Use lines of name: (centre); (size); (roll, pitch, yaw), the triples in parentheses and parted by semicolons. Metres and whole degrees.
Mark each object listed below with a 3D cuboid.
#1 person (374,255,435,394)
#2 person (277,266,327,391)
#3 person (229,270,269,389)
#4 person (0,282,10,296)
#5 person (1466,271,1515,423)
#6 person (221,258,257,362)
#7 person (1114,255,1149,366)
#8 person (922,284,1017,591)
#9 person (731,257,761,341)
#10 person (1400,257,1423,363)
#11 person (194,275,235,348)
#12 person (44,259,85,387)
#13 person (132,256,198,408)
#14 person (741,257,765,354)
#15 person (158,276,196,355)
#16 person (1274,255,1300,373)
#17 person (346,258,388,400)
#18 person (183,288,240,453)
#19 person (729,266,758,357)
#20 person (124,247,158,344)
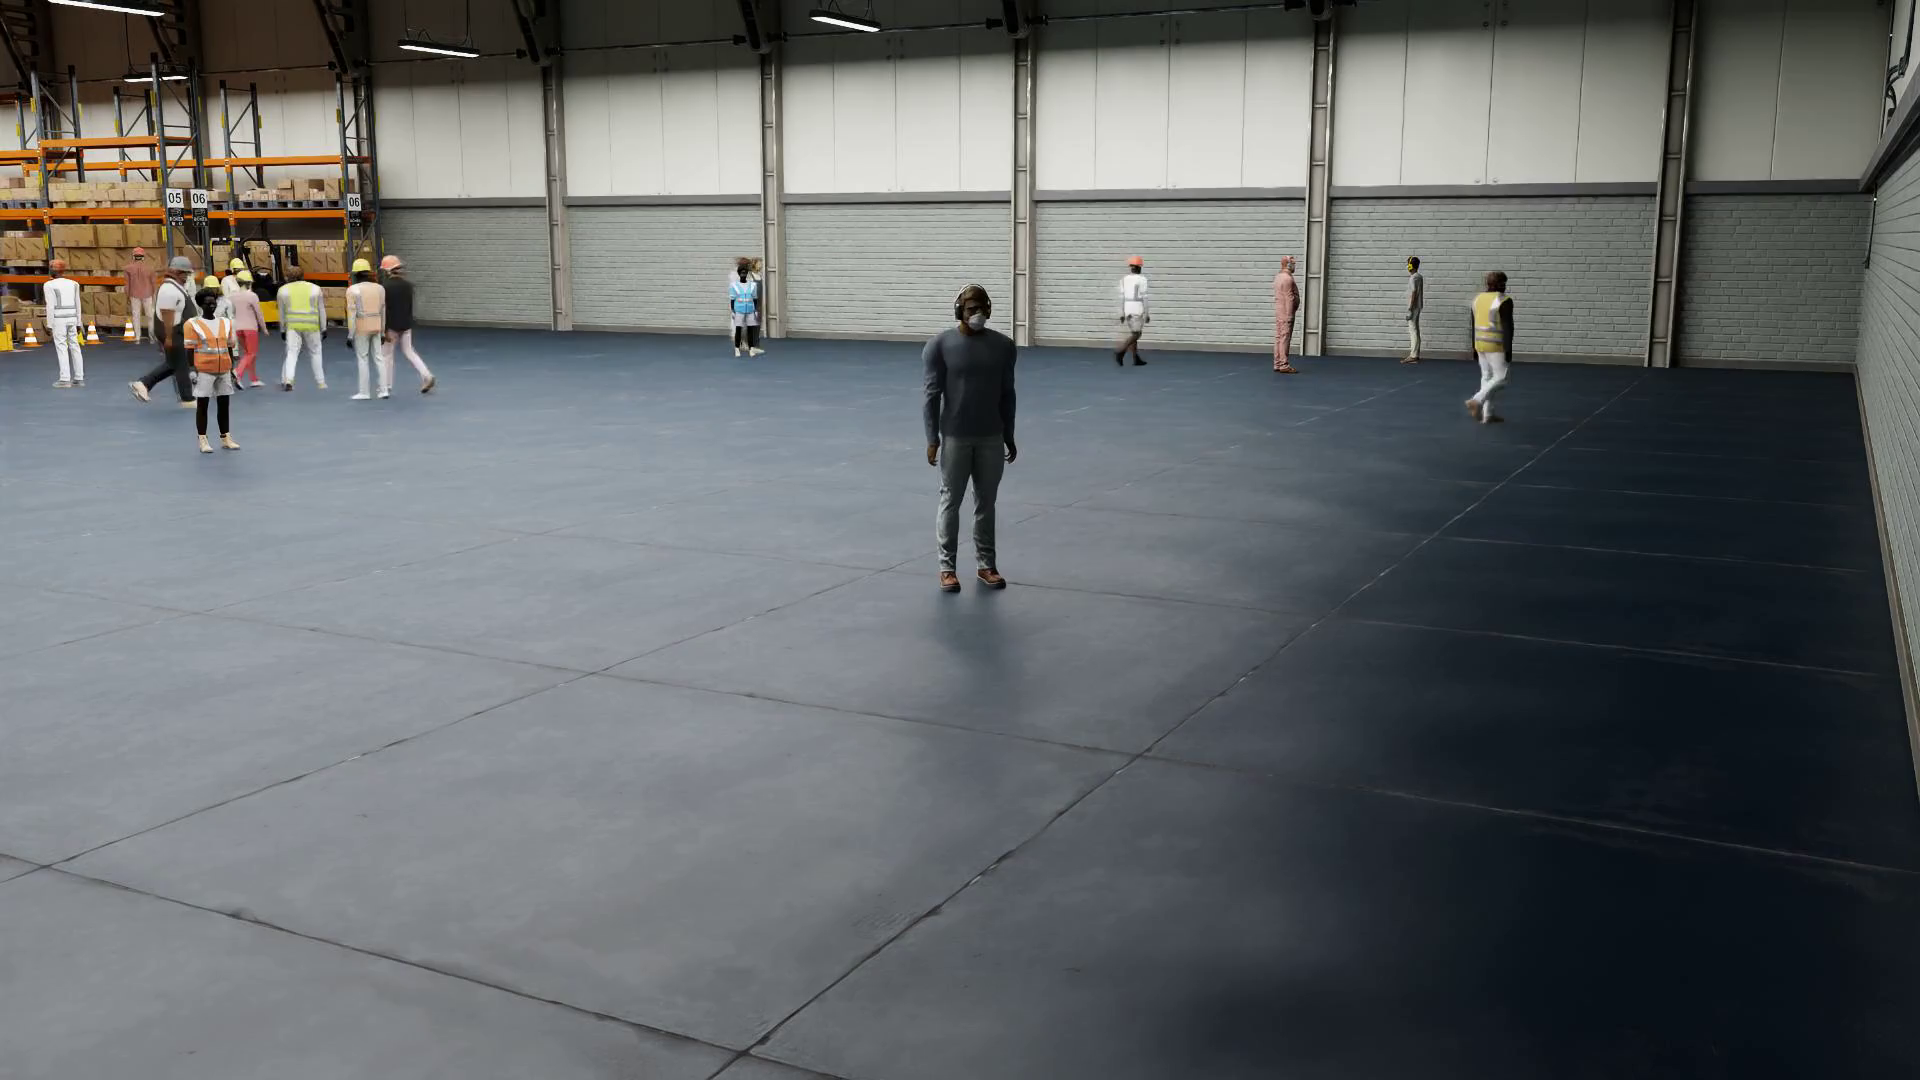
person: (-7.893, -3.021, 23.453); (0.840, 1.971, 0.634); (5, 12, 26)
person: (-9.537, -3.059, 24.131); (0.662, 1.819, 0.673); (-3, 11, -17)
person: (-10.499, -3.081, 24.395); (0.542, 1.735, 0.735); (4, 11, 22)
person: (-23.978, -6.289, 41.452); (0.420, 1.887, 0.645); (5, 12, 25)
person: (6.286, -2.276, 19.742); (0.579, 1.828, 0.641); (-4, 11, -20)
person: (-12.819, -4.090, 29.614); (0.404, 1.832, 0.597); (6, 12, 30)
person: (2.929, -3.912, 28.434); (0.782, 1.915, 0.553); (-8, 13, -38)
person: (0.071, -0.647, 10.552); (0.636, 1.938, 0.364); (-4, 11, -21)
person: (-4.556, -5.057, 35.067); (0.635, 1.769, 0.972); (-10, 14, -44)
person: (7.998, -4.063, 29.387); (0.334, 1.864, 0.521); (6, 12, 30)
person: (-10.304, -2.808, 22.997); (0.497, 1.707, 0.864); (-7, 12, -33)
person: (-13.276, -3.202, 24.627); (0.341, 1.883, 0.587); (4, 11, 21)
person: (-10.292, -2.715, 21.548); (0.822, 2.000, 0.697); (-4, 11, -20)
person: (-3.864, -4.423, 31.414); (0.407, 1.835, 0.525); (6, 12, 28)
person: (-14.202, -4.226, 30.386); (0.957, 1.827, 0.516); (-6, 12, -30)
person: (5.347, -3.684, 27.189); (0.409, 1.913, 0.646); (-1, 10, -5)
person: (-8.124, -2.879, 22.763); (0.368, 1.929, 0.590); (7, 13, 35)
person: (-7.758, -1.755, 17.255); (0.316, 1.696, 0.540); (7, 13, 35)
person: (-3.986, -4.212, 30.675); (0.529, 1.689, 0.321); (-4, 11, -21)
person: (-16.913, -5.040, 34.373); (0.613, 1.989, 0.401); (-5, 12, -27)
